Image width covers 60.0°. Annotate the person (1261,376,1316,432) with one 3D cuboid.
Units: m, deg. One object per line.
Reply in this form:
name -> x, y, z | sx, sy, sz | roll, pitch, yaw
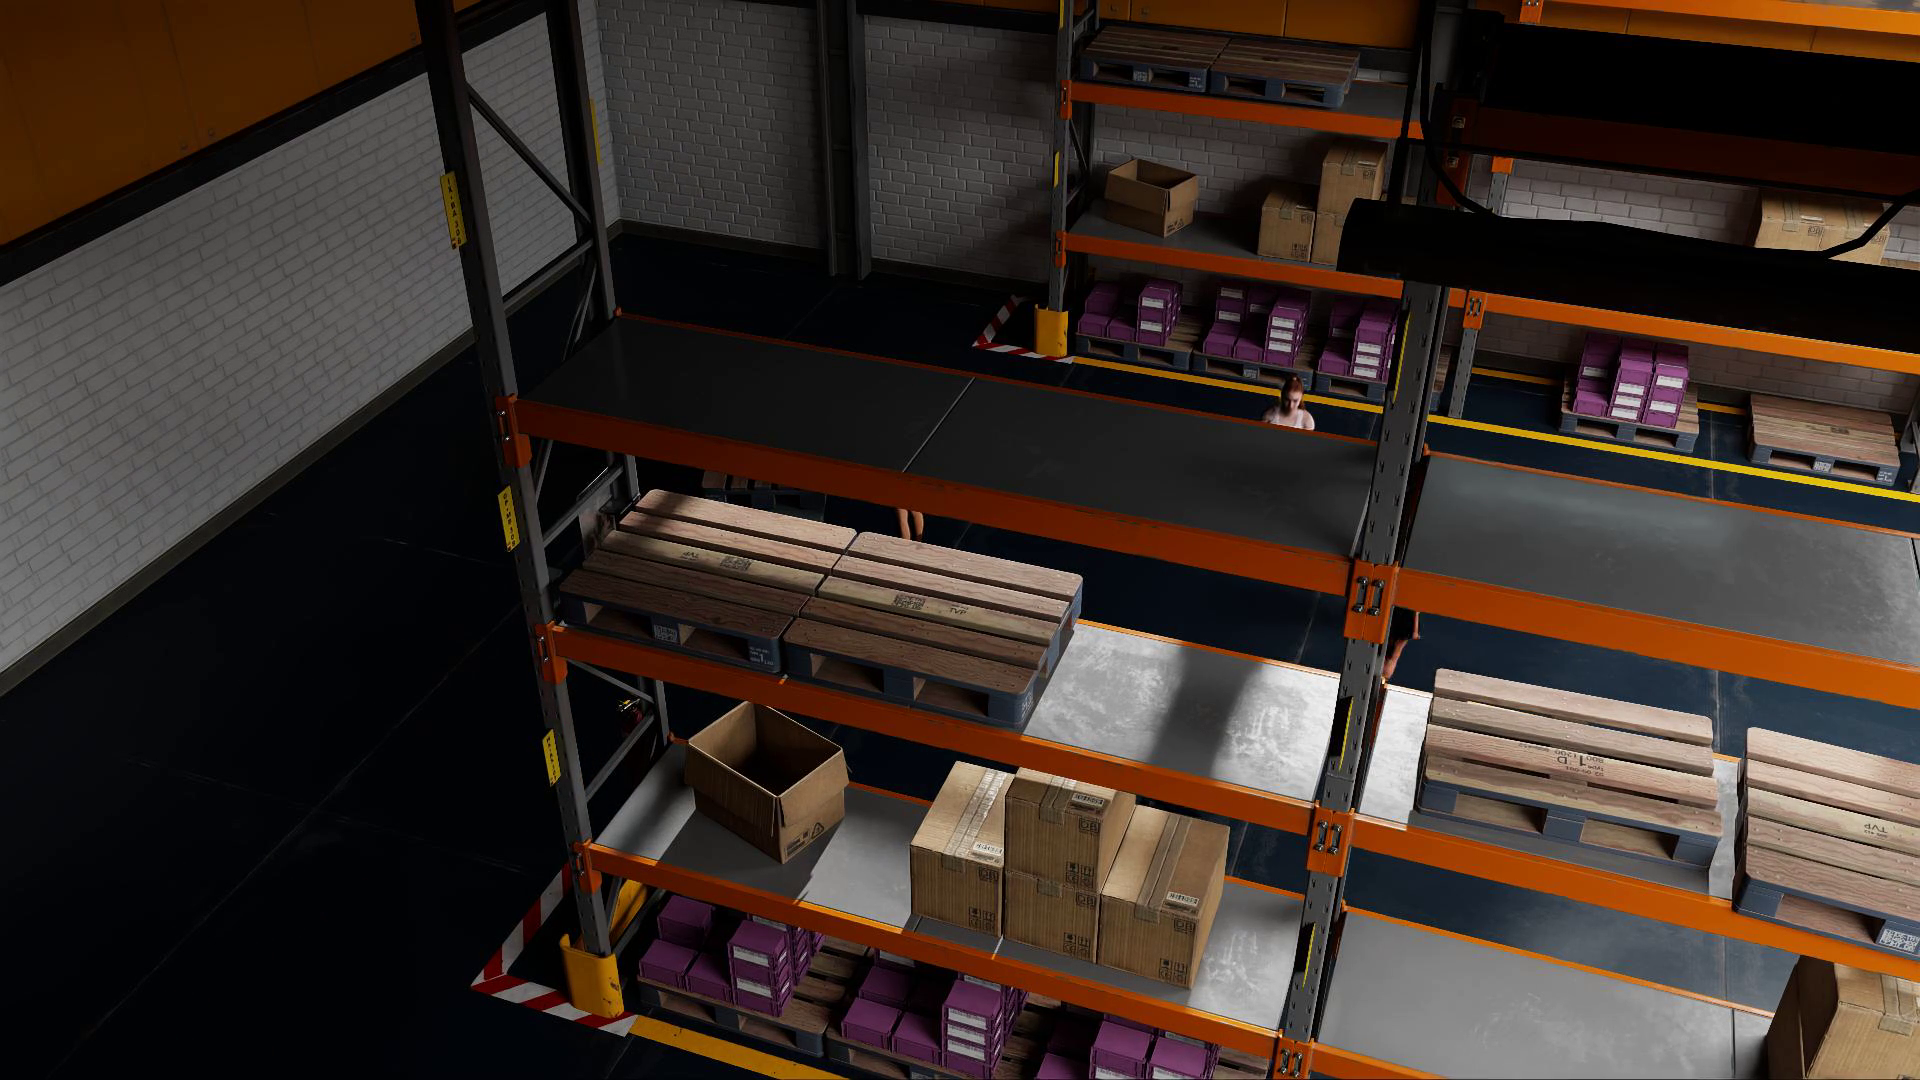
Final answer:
person -> 2.560, -0.529, 13.301 | 0.462, 1.740, 0.638 | 9, 35, 14
